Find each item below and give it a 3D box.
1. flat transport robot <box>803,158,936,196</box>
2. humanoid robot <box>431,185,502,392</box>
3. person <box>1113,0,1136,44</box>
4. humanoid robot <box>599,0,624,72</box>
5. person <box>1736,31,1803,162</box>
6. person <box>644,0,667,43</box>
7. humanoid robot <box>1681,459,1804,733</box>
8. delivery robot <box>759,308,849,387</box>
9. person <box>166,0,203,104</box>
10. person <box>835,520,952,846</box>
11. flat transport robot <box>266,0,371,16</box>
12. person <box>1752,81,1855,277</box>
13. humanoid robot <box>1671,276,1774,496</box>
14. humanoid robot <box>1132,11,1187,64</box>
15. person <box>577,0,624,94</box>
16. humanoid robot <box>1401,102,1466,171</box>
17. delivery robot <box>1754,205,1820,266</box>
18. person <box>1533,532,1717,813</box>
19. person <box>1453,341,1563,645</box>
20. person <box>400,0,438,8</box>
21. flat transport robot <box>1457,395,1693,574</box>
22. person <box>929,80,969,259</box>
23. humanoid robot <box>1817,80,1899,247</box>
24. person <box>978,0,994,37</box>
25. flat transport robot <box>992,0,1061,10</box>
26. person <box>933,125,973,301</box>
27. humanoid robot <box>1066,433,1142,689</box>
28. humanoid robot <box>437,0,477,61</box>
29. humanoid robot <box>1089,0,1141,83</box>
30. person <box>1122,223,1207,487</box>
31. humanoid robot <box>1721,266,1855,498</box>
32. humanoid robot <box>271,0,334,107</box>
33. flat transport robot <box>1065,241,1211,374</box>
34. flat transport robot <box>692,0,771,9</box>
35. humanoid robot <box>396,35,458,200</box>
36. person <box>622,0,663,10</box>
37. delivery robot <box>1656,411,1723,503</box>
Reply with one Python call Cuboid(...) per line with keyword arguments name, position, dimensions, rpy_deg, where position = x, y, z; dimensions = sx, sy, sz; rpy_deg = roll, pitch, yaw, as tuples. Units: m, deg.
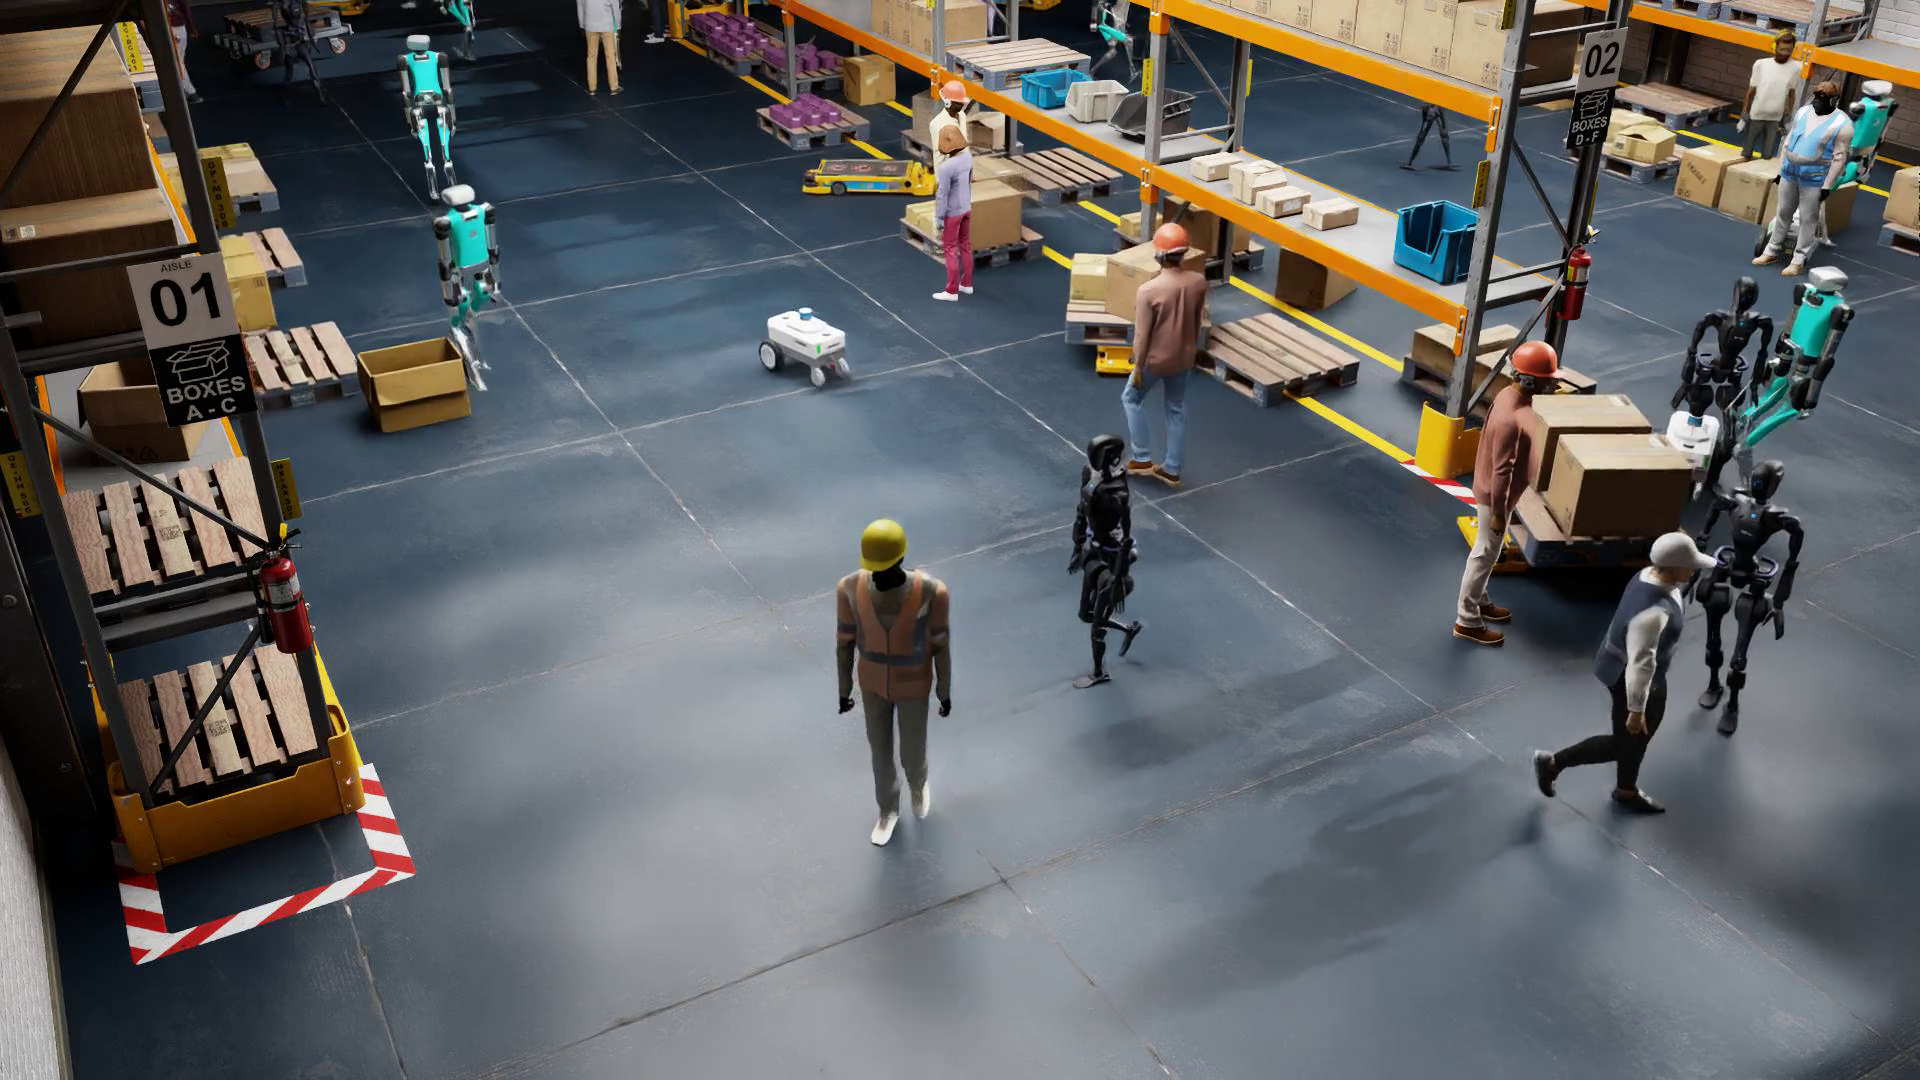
Cuboid(name="flat transport robot", position=(-0.987, -4.006, 18.383), dimensions=(1.431, 0.231, 0.659), rpy_deg=(2, 30, 3))
Cuboid(name="humanoid robot", position=(-4.105, -2.069, 13.570), dimensions=(0.845, 1.799, 0.561), rpy_deg=(24, 38, 35))
Cuboid(name="person", position=(2.408, -8.144, 23.955), dimensions=(0.367, 1.894, 0.582), rpy_deg=(11, 32, 18))
Cuboid(name="humanoid robot", position=(-4.814, -7.245, 22.624), dimensions=(0.548, 1.845, 0.855), rpy_deg=(-6, 30, -10))
Cuboid(name="person", position=(8.496, -4.425, 17.533), dimensions=(0.540, 1.852, 0.372), rpy_deg=(5, 30, 8))
Cuboid(name="person", position=(-4.491, -8.127, 23.987), dimensions=(0.353, 1.840, 0.513), rpy_deg=(0, 30, -1))
Cuboid(name="humanoid robot", position=(4.456, 0.277, 9.518), dimensions=(0.601, 1.645, 0.424), rpy_deg=(22, 36, 33))
Cuboid(name="delivery robot", position=(-1.299, -1.667, 14.012), dimensions=(0.499, 0.581, 0.768), rpy_deg=(-26, 39, -38))
Cuboid(name="person", position=(-9.909, -6.505, 21.074), dimensions=(0.887, 1.917, 0.520), rpy_deg=(20, 35, 30))
Cuboid(name="person", position=(-0.347, 0.738, 8.477), dimensions=(0.601, 1.907, 0.427), rpy_deg=(6, 30, 11))
Cuboid(name="flat transport robot", position=(-9.991, -8.322, 25.896), dimensions=(1.431, 0.231, 0.659), rpy_deg=(-2, 30, -4))
Cuboid(name="person", position=(8.035, -3.441, 15.822), dimensions=(0.429, 1.844, 0.622), rpy_deg=(-16, 33, -25))
Cuboid(name="humanoid robot", position=(5.454, -1.126, 11.956), dimensions=(0.591, 1.646, 0.443), rpy_deg=(3, 30, 6))
Cuboid(name="humanoid robot", position=(2.775, -7.377, 22.875), dimensions=(0.771, 1.623, 0.600), rpy_deg=(10, 31, 17))
Cuboid(name="person", position=(-4.659, -6.679, 21.567), dimensions=(0.573, 1.738, 0.391), rpy_deg=(1, 30, 1))
Cuboid(name="humanoid robot", position=(5.385, -4.911, 18.567), dimensions=(0.706, 1.631, 0.609), rpy_deg=(14, 33, 23))
Cuboid(name="delivery robot", position=(8.235, -3.060, 16.460), dimensions=(0.508, 0.606, 0.777), rpy_deg=(20, 35, 30))
Cuboid(name="person", position=(3.496, 0.699, 8.722), dimensions=(0.641, 1.739, 0.755), rpy_deg=(12, 32, 20))
Cuboid(name="person", position=(3.342, -0.292, 10.200), dimensions=(0.402, 1.986, 0.610), rpy_deg=(11, 32, 18))
Cuboid(name="person", position=(-8.524, -9.229, 26.144), dimensions=(0.522, 1.584, 0.872), rpy_deg=(26, 39, 38))
Cuboid(name="flat transport robot", position=(4.232, -0.023, 11.450), dimensions=(1.431, 0.231, 0.659), rpy_deg=(0, 30, -1))
Cuboid(name="person", position=(-0.073, -3.587, 16.165), dimensions=(0.327, 1.749, 0.559), rpy_deg=(15, 33, 24))
Cuboid(name="humanoid robot", position=(8.616, -3.634, 16.375), dimensions=(0.547, 1.892, 0.743), rpy_deg=(-9, 31, -15))
Cuboid(name="person", position=(0.024, -6.561, 21.220), dimensions=(0.818, 1.888, 0.477), rpy_deg=(4, 30, 7))
Cuboid(name="flat transport robot", position=(0.831, -8.638, 26.447), dimensions=(1.431, 0.231, 0.659), rpy_deg=(12, 32, 20))
Cuboid(name="person", position=(-0.055, -2.994, 15.258), dimensions=(0.288, 1.629, 0.498), rpy_deg=(18, 35, 29))
Cuboid(name="humanoid robot", position=(0.921, 0.117, 9.802), dimensions=(0.476, 1.644, 0.601), rpy_deg=(-13, 32, -21))
Cuboid(name="humanoid robot", position=(-6.834, -7.371, 22.756), dimensions=(0.549, 1.731, 0.971), rpy_deg=(-26, 39, -38))
Cuboid(name="humanoid robot", position=(2.103, -6.934, 22.018), dimensions=(0.961, 1.763, 0.531), rpy_deg=(7, 31, 13))
Cuboid(name="person", position=(1.453, -1.341, 12.028), dimensions=(0.638, 1.975, 0.587), rpy_deg=(-15, 33, -25))
Cuboid(name="humanoid robot", position=(5.735, -1.063, 11.763), dimensions=(0.707, 1.767, 0.532), rpy_deg=(-5, 30, -9))
Cuboid(name="humanoid robot", position=(-8.410, -6.284, 20.992), dimensions=(0.807, 1.626, 0.603), rpy_deg=(16, 34, 26))
Cuboid(name="flat transport robot", position=(1.555, -1.807, 14.556), dimensions=(0.659, 0.231, 1.431), rpy_deg=(4, 30, 6))
Cuboid(name="flat transport robot", position=(-3.481, -8.629, 26.431), dimensions=(1.431, 0.231, 0.659), rpy_deg=(-12, 32, -19))
Cuboid(name="humanoid robot", position=(-5.547, -4.381, 17.427), dimensions=(0.533, 1.677, 0.735), rpy_deg=(-7, 31, -12))
Cuboid(name="person", position=(-5.161, -9.094, 25.712), dimensions=(0.927, 1.788, 0.628), rpy_deg=(-9, 31, -15))
Cuboid(name="delivery robot", position=(5.379, -0.668, 12.282), dimensions=(0.499, 0.591, 0.768), rpy_deg=(14, 33, 23))
